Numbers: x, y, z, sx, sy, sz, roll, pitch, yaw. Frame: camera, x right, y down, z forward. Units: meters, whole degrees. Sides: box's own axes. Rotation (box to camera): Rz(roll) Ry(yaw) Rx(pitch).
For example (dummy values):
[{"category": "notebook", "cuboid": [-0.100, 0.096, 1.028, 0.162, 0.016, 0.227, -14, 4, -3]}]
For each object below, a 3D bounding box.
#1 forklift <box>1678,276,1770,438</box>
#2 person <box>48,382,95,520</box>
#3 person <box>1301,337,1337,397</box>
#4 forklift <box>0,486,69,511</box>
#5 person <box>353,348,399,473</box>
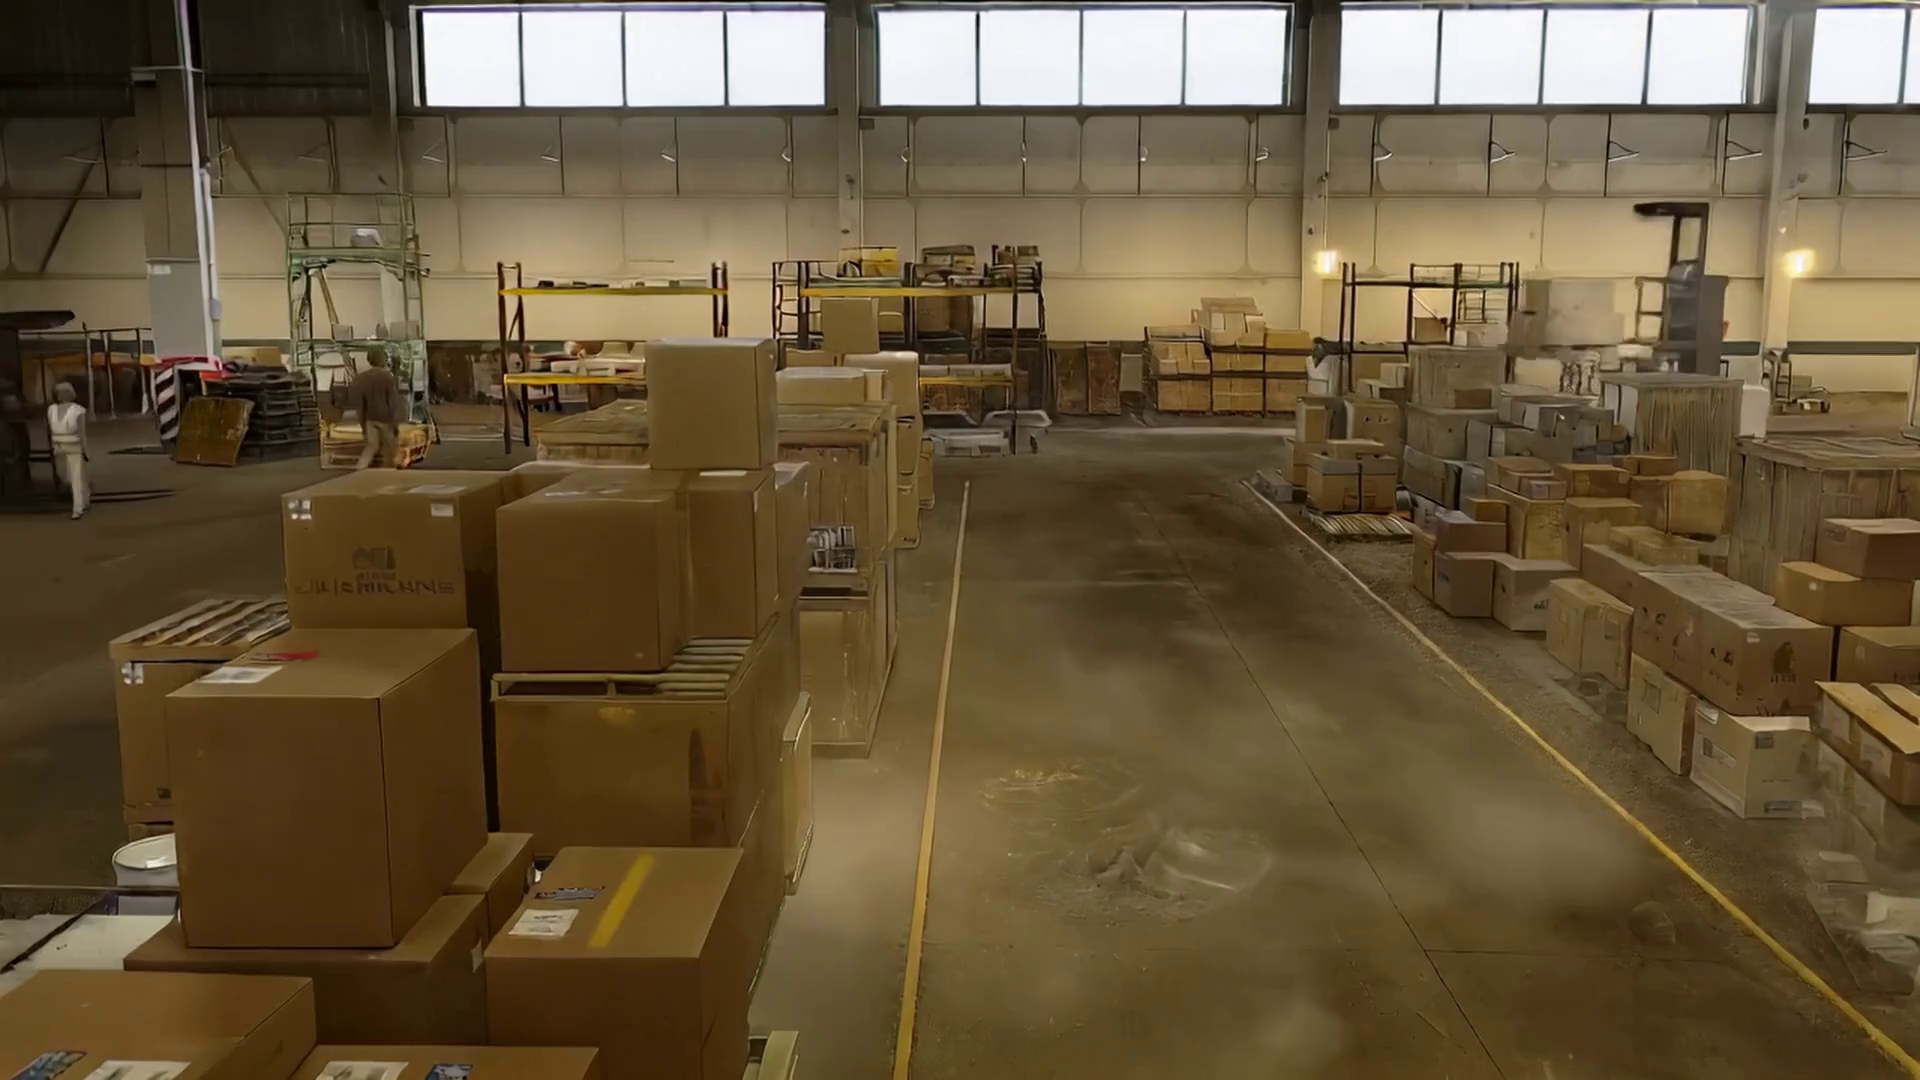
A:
[{"category": "forklift", "cuboid": [11.769, -2.801, 26.413, 1.873, 2.768, 1.129, 0, 9, 1]}, {"category": "person", "cuboid": [-10.570, -1.073, 19.797, 0.554, 1.629, 0.523, 2, 10, 13]}, {"category": "person", "cuboid": [5.584, -2.221, 25.894, 0.448, 1.889, 0.694, -7, 12, -36]}, {"category": "forklift", "cuboid": [-11.895, -1.760, 20.180, 1.873, 2.768, 1.129, -3, 10, -18]}, {"category": "person", "cuboid": [-7.668, -1.552, 21.841, 0.629, 1.919, 0.712, 3, 10, 19]}]
